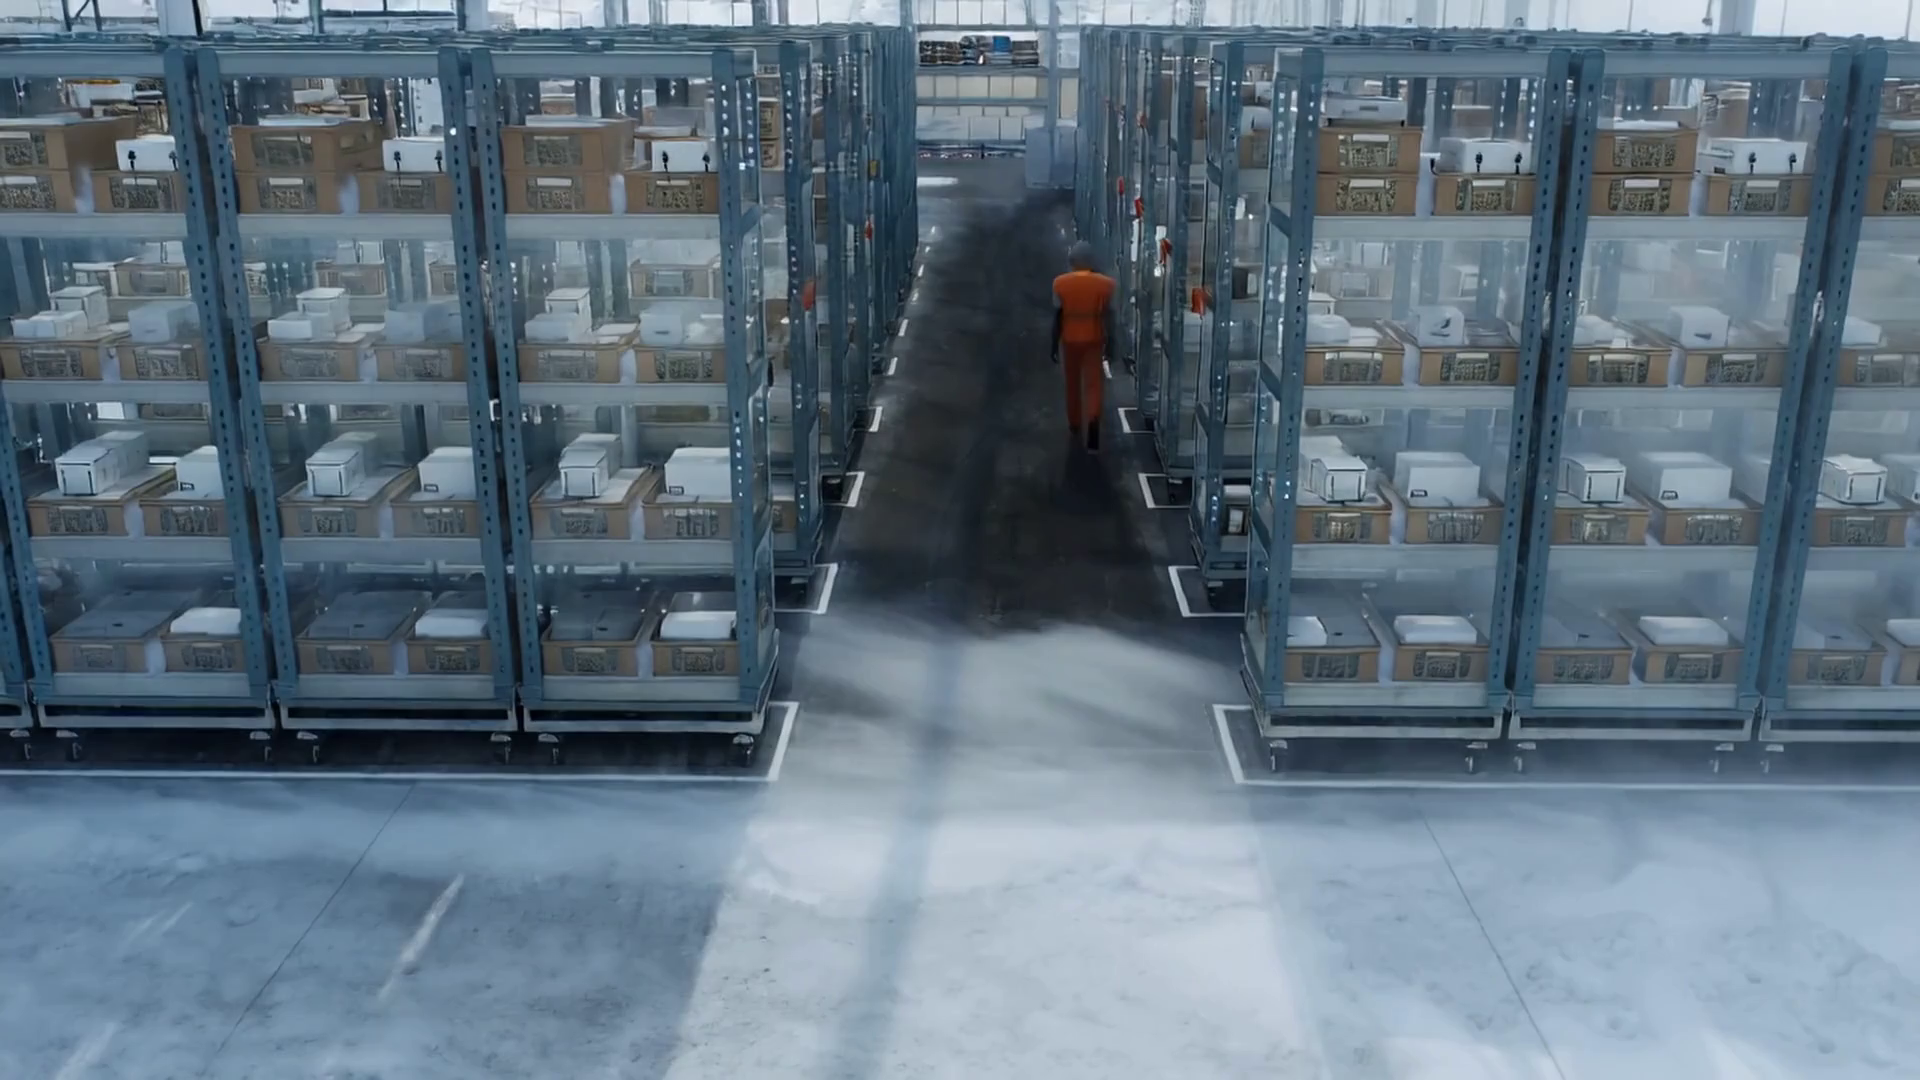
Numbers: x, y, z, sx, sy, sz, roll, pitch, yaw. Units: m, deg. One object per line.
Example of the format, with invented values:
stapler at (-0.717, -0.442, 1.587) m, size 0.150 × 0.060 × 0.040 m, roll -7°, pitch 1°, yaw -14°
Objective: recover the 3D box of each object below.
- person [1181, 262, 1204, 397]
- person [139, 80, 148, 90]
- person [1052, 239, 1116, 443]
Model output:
person at (2.330, -2.374, 16.927) m, size 0.404 × 1.832 × 0.592 m, roll -1°, pitch 17°, yaw -4°
person at (-26.031, -13.774, 53.241) m, size 0.429 × 1.847 × 0.626 m, roll 4°, pitch 18°, yaw 12°
person at (1.127, -1.802, 15.122) m, size 0.577 × 1.827 × 0.776 m, roll 0°, pitch 17°, yaw 1°
